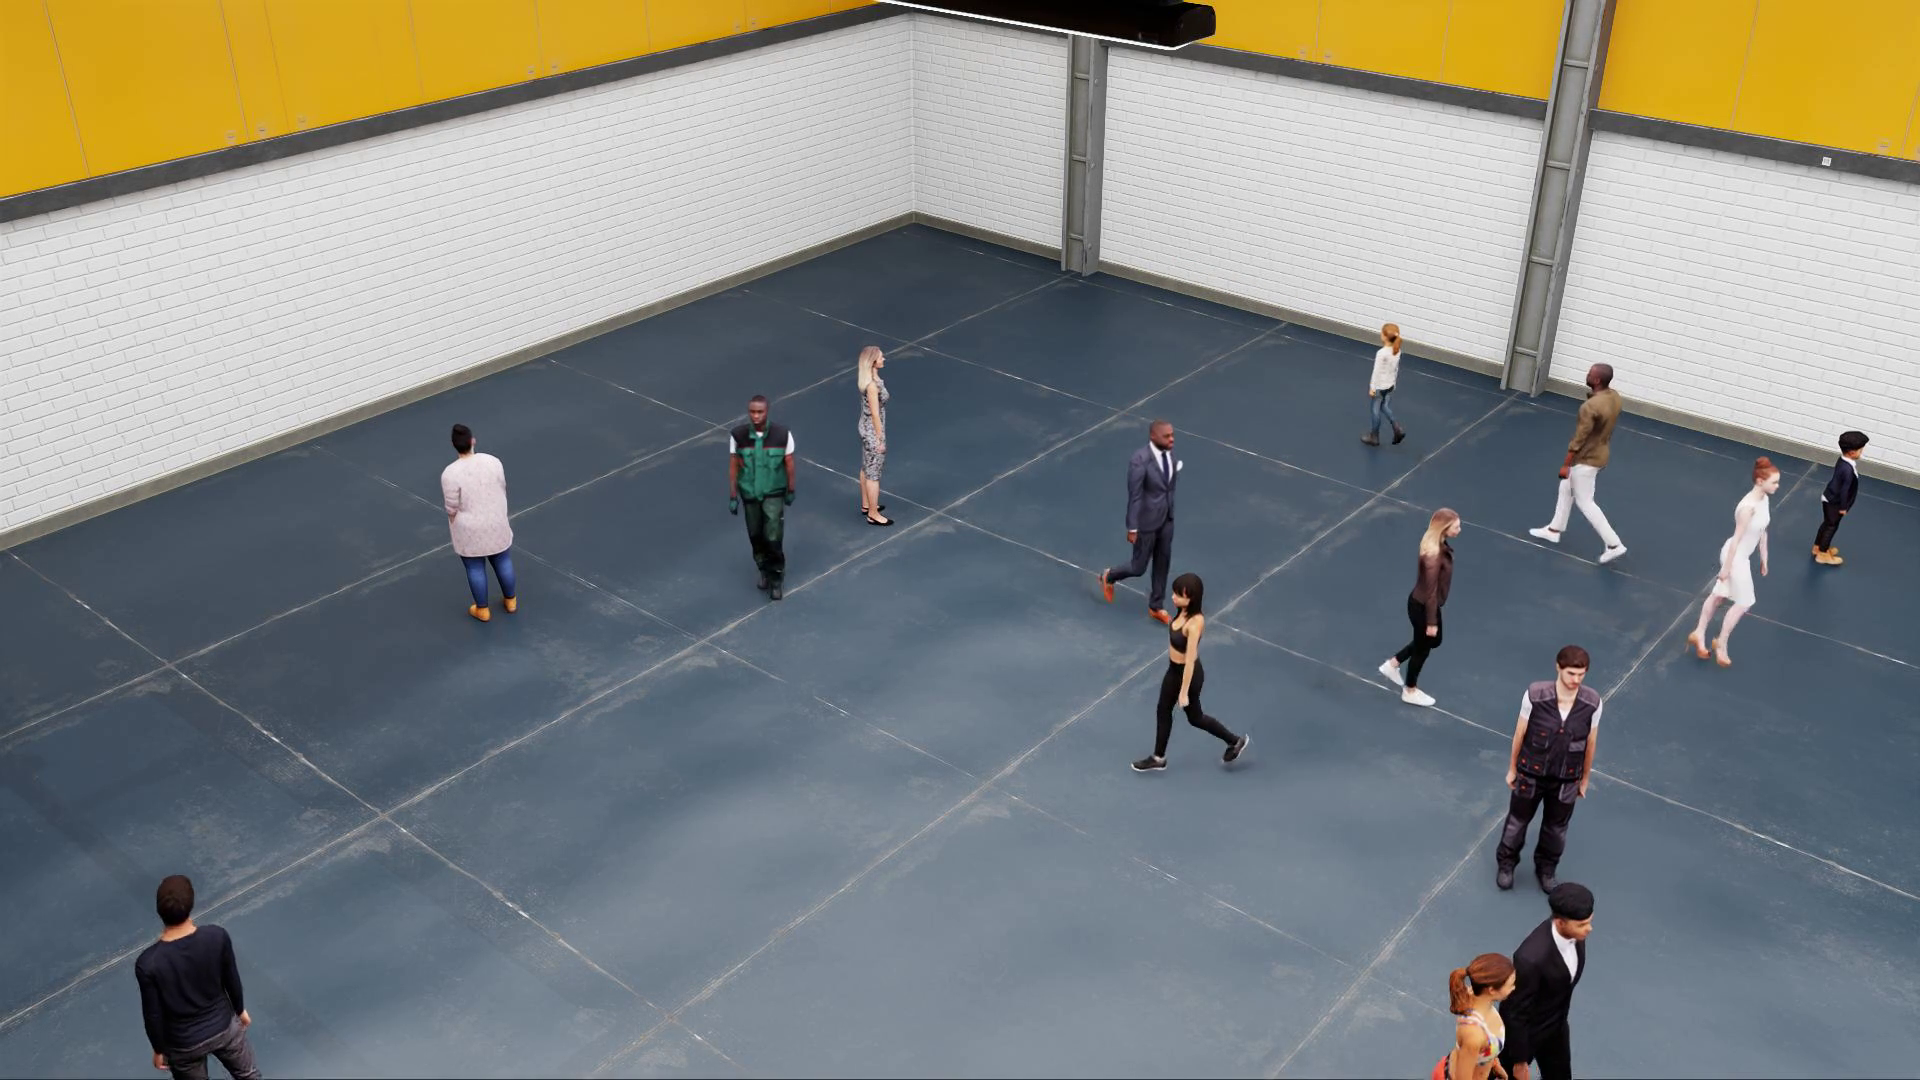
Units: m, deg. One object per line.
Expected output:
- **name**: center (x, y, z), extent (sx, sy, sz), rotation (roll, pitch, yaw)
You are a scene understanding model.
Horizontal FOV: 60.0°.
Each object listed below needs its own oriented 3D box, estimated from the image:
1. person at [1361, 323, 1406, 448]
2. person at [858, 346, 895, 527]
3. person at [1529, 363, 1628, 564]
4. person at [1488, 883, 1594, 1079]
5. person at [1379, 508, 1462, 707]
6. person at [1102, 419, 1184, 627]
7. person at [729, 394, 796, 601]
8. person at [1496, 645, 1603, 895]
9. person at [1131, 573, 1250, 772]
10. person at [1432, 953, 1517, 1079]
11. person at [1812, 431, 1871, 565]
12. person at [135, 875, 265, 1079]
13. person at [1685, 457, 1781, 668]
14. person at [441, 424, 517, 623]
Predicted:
- **person**: center (4.265, -1.506, 16.532), extent (0.565, 1.305, 0.754), rotation (-21, 35, -33)
- **person**: center (-0.807, -0.963, 15.119), extent (0.700, 1.705, 0.611), rotation (-7, 29, -12)
- **person**: center (5.528, -0.650, 14.447), extent (1.102, 1.800, 0.710), rotation (21, 35, 34)
- **person**: center (2.910, 2.461, 8.682), extent (0.798, 1.858, 0.821), rotation (-18, 34, -30)
- **person**: center (3.403, 0.500, 12.452), extent (0.778, 1.690, 0.712), rotation (10, 30, 17)
- **person**: center (1.506, -0.181, 13.578), extent (0.782, 1.808, 1.007), rotation (-24, 36, -36)
- **person**: center (-1.654, -0.418, 14.001), extent (0.888, 1.819, 0.950), rotation (2, 29, 4)
- **person**: center (3.732, 1.452, 10.547), extent (0.700, 1.843, 0.812), rotation (6, 29, 11)
- **person**: center (1.672, 0.958, 11.693), extent (1.070, 1.614, 1.028), rotation (-3, 29, -6)
- **person**: center (2.419, 2.735, 8.277), extent (1.030, 1.765, 0.825), rotation (8, 30, 15)
- **person**: center (7.684, -0.386, 14.562), extent (0.595, 1.224, 0.570), rotation (9, 30, 16)
- **person**: center (-3.901, 2.533, 8.543), extent (0.610, 1.864, 0.705), rotation (22, 35, 34)
- **person**: center (5.975, 0.145, 13.009), extent (0.623, 1.779, 0.572), rotation (22, 35, 34)
- **person**: center (-3.928, -0.153, 13.597), extent (0.763, 1.741, 0.726), rotation (-18, 33, -29)
